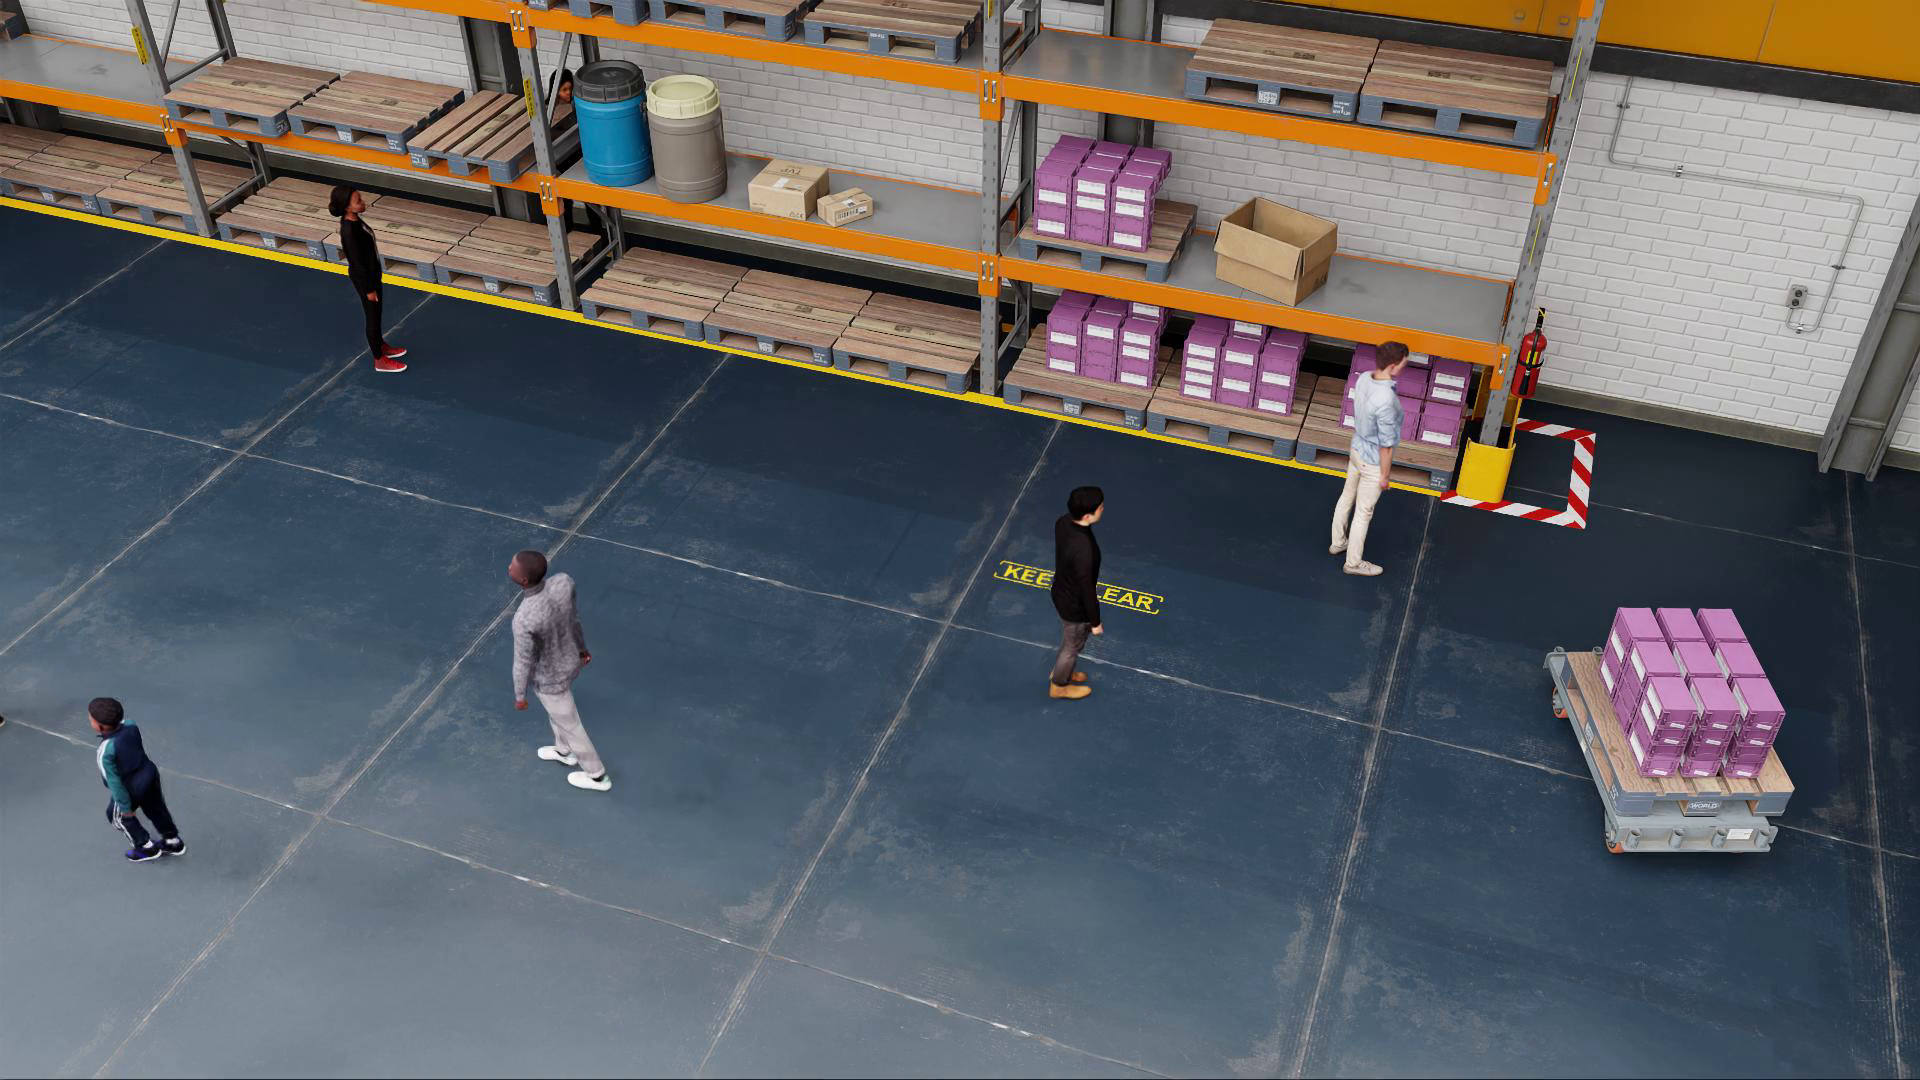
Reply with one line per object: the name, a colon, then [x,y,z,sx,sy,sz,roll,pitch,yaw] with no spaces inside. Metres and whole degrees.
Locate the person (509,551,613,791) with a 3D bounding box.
person: [-2.332,0.809,9.910,0.788,1.821,0.704,13,40,15]

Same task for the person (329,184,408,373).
person: [-4.912,-2.171,13.758,0.710,1.675,0.685,-9,40,-11]

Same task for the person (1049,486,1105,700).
person: [0.663,0.364,10.554,0.756,1.713,0.753,-7,39,-9]

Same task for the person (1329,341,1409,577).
person: [2.862,-0.587,11.638,0.737,1.847,0.735,-7,39,-9]

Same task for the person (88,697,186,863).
person: [-4.733,1.407,9.625,0.580,1.242,0.561,5,39,7]

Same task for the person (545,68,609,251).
person: [-3.557,-3.481,15.287,0.772,1.814,0.829,-17,42,-20]
